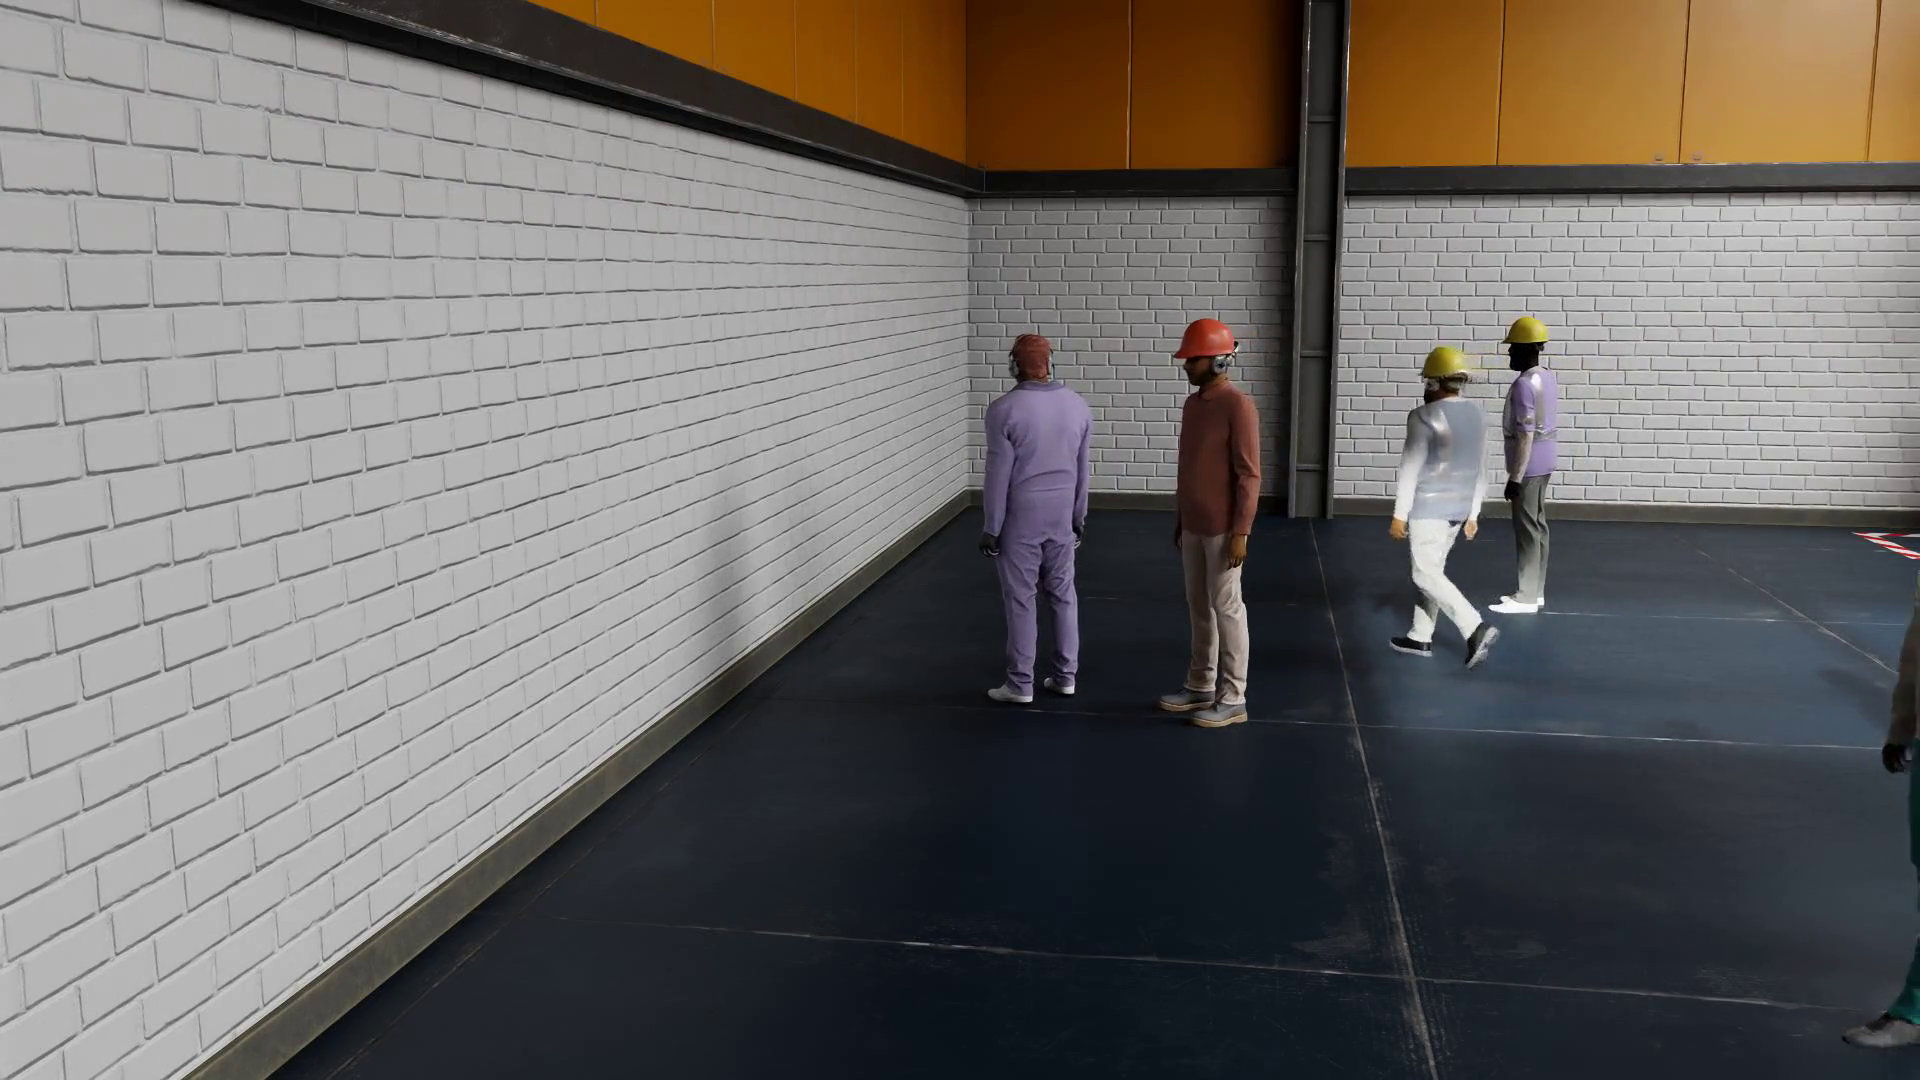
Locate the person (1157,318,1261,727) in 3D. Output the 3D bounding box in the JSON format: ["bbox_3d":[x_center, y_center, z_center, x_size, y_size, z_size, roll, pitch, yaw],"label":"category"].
[{"bbox_3d":[1.217,-0.084,8.157,0.400,1.989,0.623,-4,10,-21],"label":"person"}]

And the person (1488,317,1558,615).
[{"bbox_3d":[3.665,-0.478,10.796,0.384,1.928,0.589,6,11,34],"label":"person"}]

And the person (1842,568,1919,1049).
[{"bbox_3d":[2.932,0.590,4.737,0.718,1.747,0.528,0,9,-2],"label":"person"}]

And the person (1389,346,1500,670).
[{"bbox_3d":[2.741,-0.181,9.342,0.598,1.806,0.771,-7,11,-37],"label":"person"}]

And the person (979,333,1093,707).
[{"bbox_3d":[0.366,-0.105,8.560,0.648,1.904,0.401,-6,11,-33],"label":"person"}]
